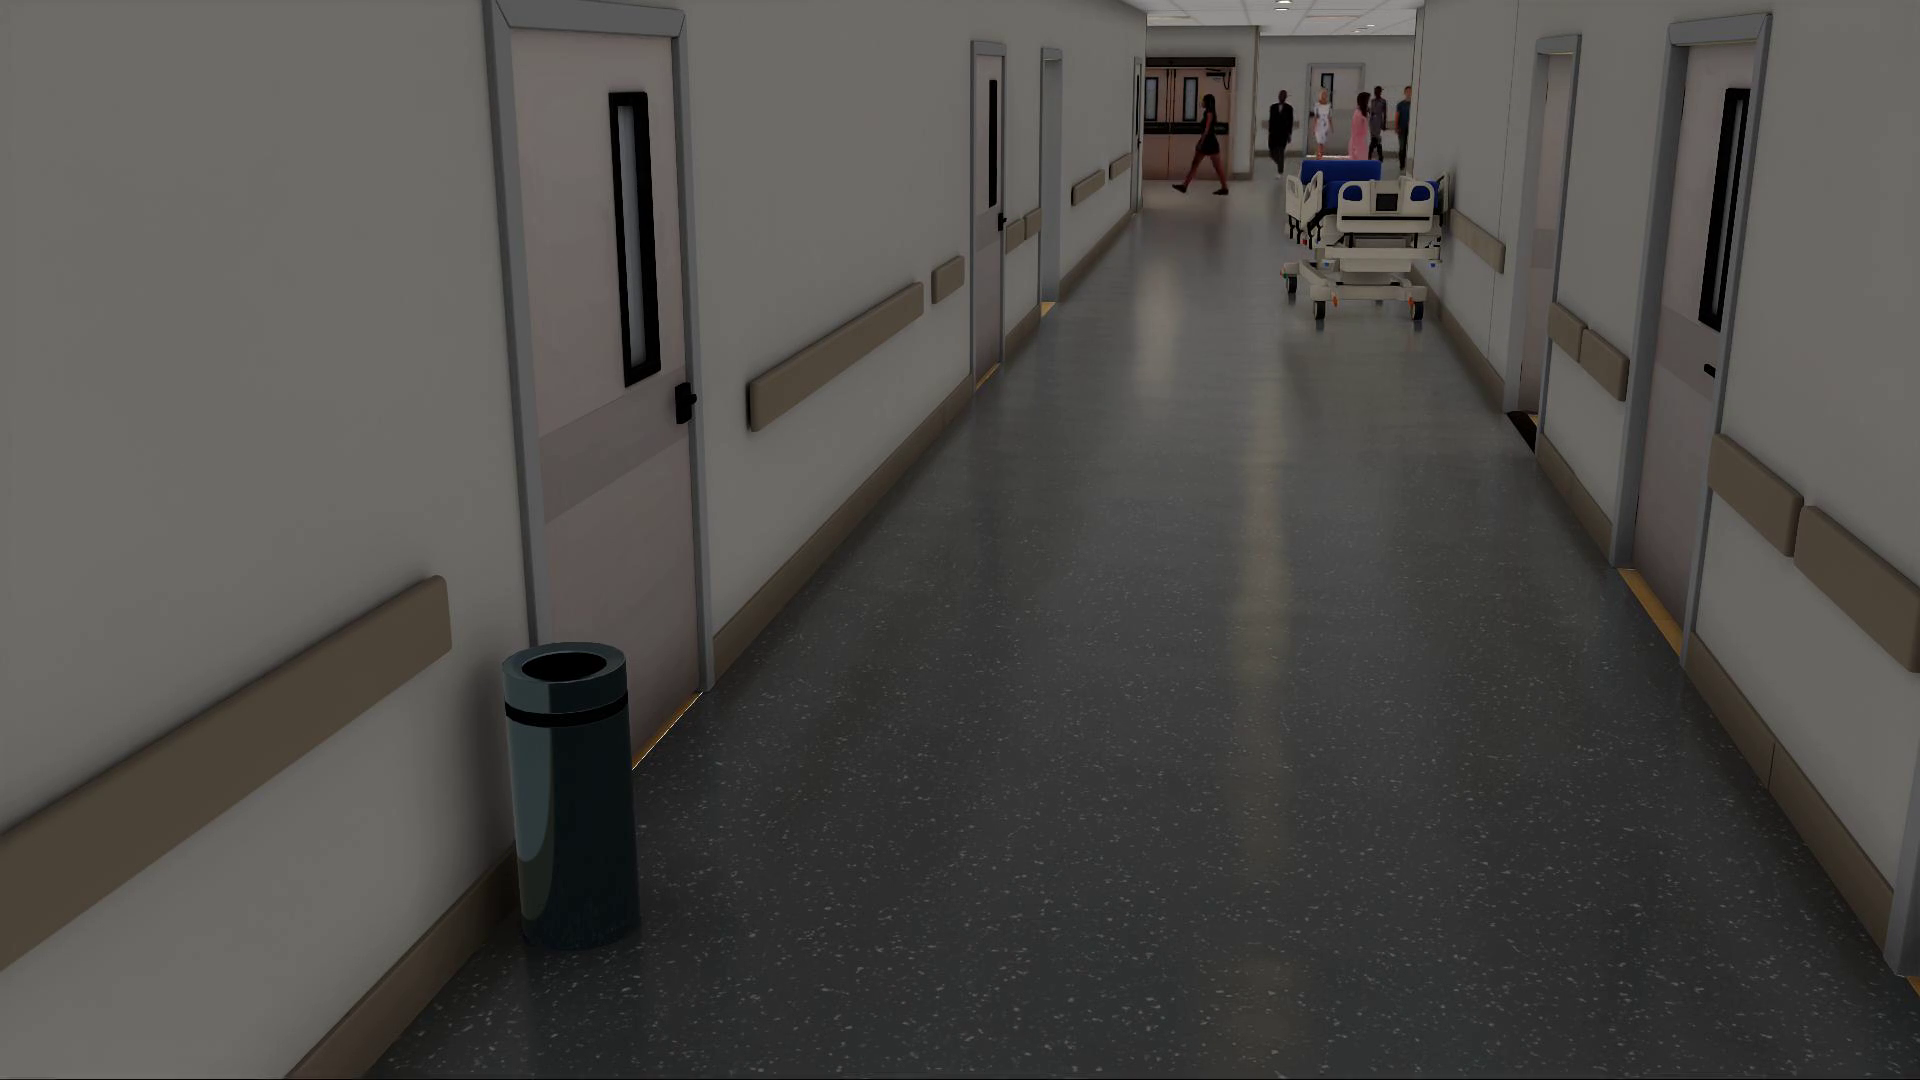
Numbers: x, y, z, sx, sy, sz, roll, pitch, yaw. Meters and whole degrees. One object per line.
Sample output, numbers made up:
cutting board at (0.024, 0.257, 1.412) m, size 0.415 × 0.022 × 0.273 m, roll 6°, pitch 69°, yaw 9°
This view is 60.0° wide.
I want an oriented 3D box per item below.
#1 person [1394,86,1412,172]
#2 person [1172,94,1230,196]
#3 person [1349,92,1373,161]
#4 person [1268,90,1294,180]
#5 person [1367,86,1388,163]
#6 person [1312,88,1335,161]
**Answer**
person at (9.779, -9.004, 36.406) m, size 0.579 × 1.806 × 0.740 m, roll 4°, pitch 16°, yaw 12°
person at (4.369, -6.738, 28.601) m, size 1.249 × 1.680 × 0.806 m, roll -1°, pitch 16°, yaw -5°
person at (6.304, -6.261, 26.709) m, size 0.647 × 1.788 × 0.672 m, roll 5°, pitch 16°, yaw 17°
person at (6.468, -8.160, 33.525) m, size 0.919 × 1.744 × 0.868 m, roll 9°, pitch 18°, yaw 28°
person at (9.686, -9.563, 38.500) m, size 1.112 × 1.746 × 1.131 m, roll -14°, pitch 21°, yaw -40°
person at (8.158, -9.341, 37.755) m, size 0.932 × 1.723 × 0.898 m, roll -5°, pitch 17°, yaw -19°
